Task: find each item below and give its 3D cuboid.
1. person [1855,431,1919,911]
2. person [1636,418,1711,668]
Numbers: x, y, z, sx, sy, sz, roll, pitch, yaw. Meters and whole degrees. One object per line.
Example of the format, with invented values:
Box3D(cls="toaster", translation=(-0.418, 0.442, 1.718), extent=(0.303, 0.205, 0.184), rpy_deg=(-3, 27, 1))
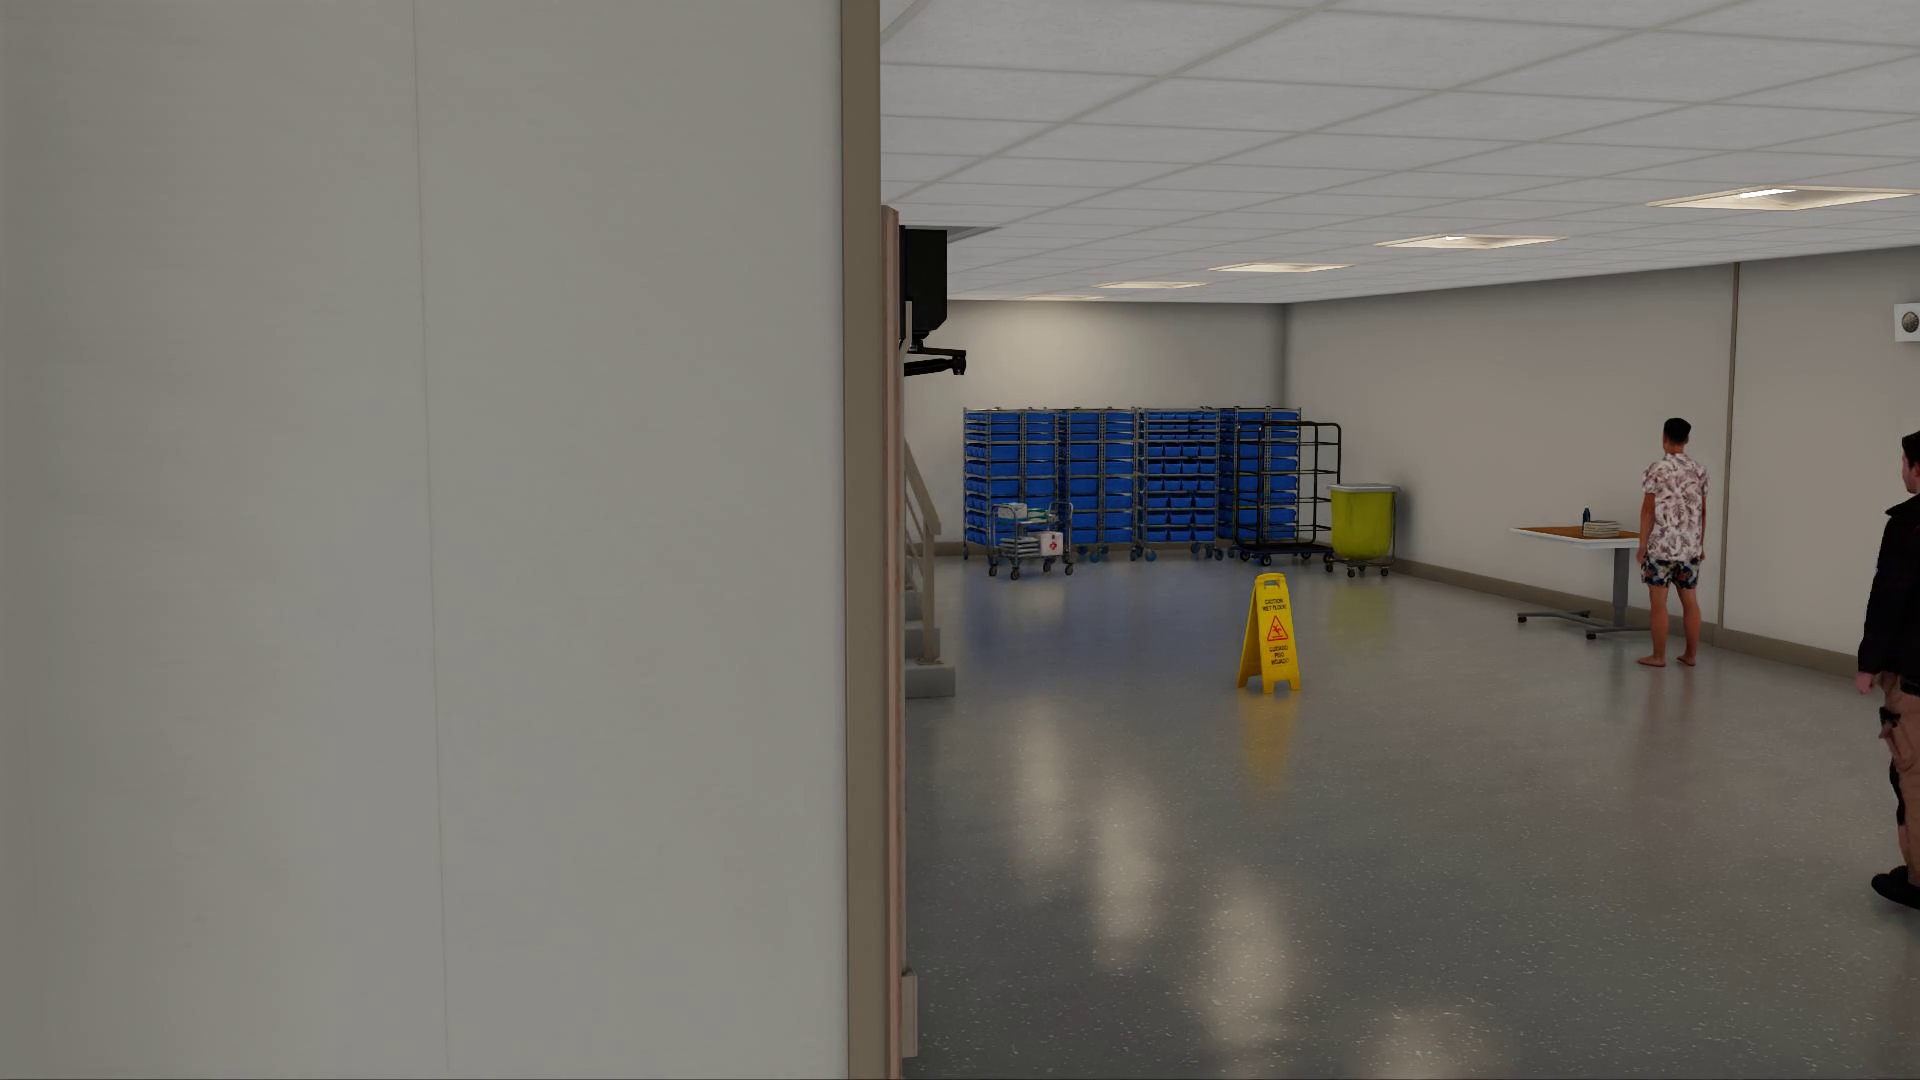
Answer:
Box3D(cls="person", translation=(3.871, 0.530, 6.527), extent=(0.760, 1.916, 0.695), rpy_deg=(-3, 6, -24))
Box3D(cls="person", translation=(5.218, 0.014, 12.167), extent=(0.697, 1.815, 0.603), rpy_deg=(-1, 6, -7))
